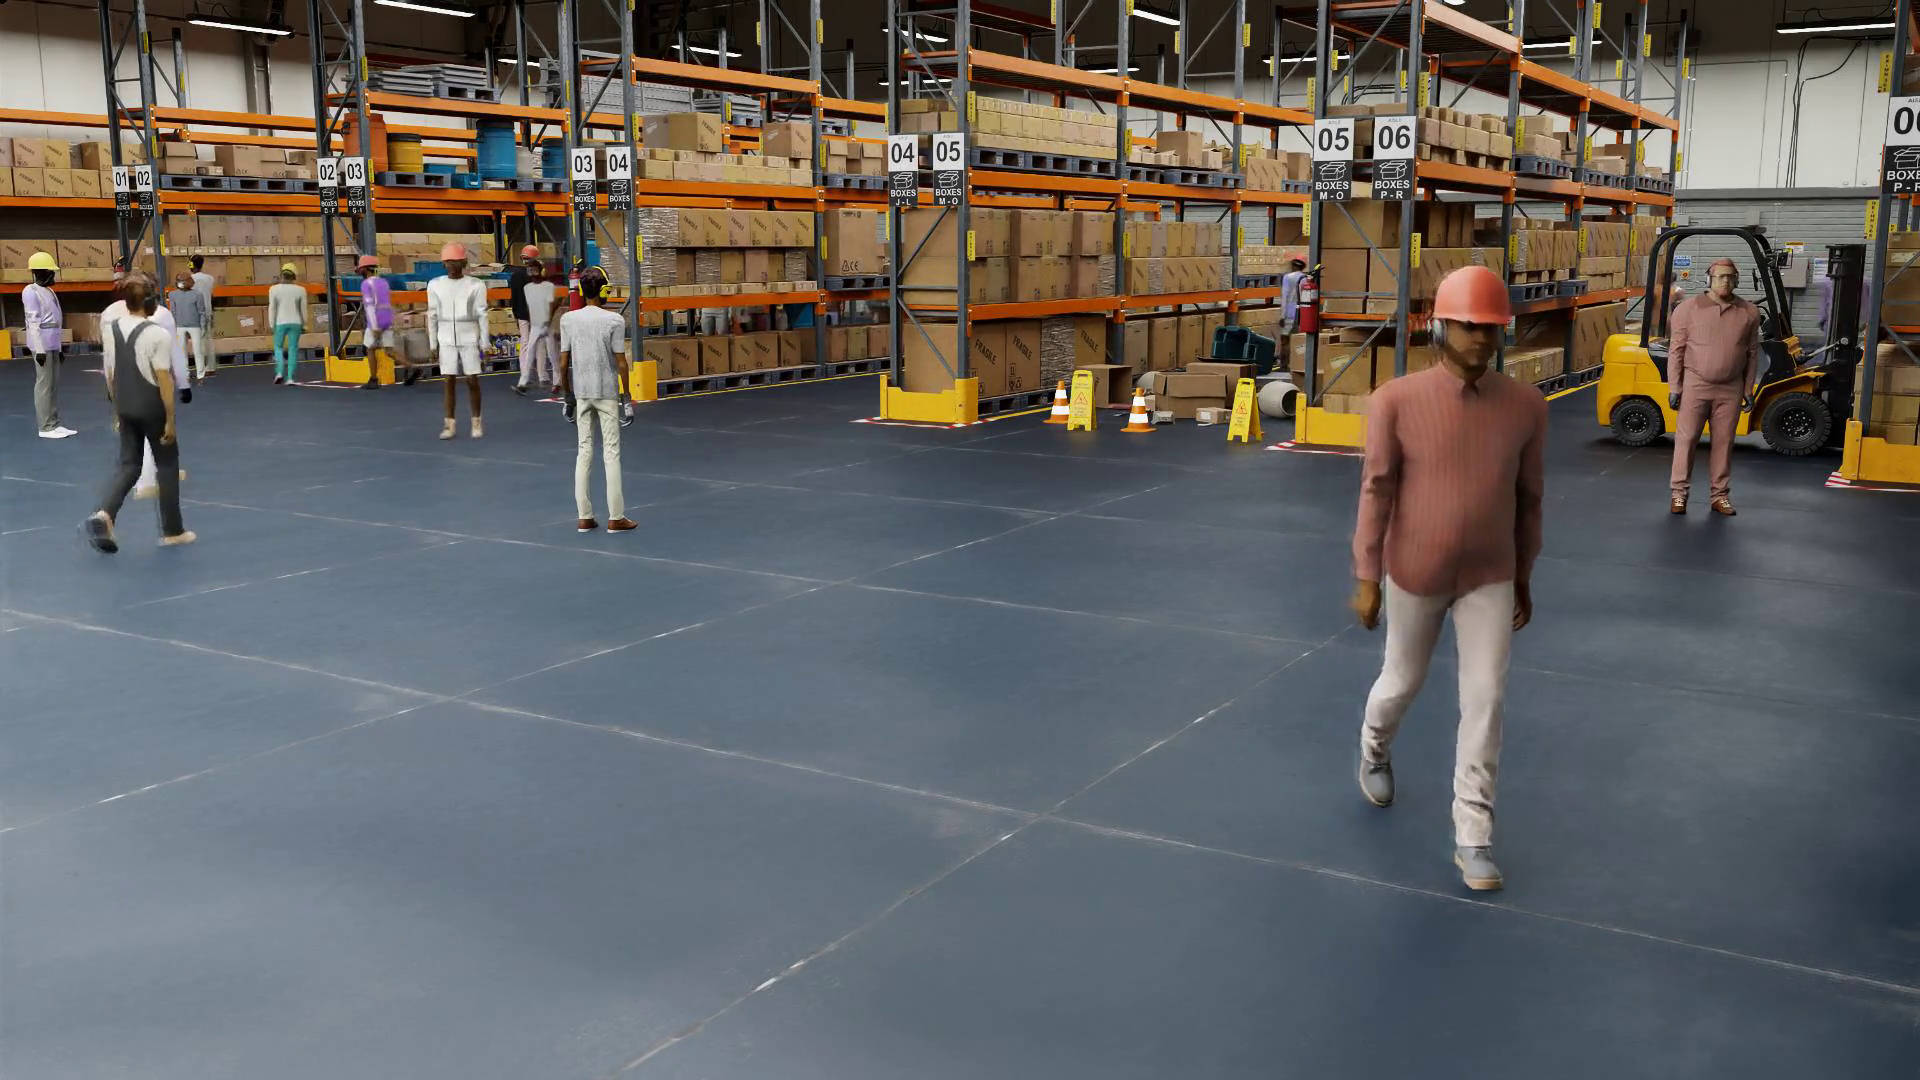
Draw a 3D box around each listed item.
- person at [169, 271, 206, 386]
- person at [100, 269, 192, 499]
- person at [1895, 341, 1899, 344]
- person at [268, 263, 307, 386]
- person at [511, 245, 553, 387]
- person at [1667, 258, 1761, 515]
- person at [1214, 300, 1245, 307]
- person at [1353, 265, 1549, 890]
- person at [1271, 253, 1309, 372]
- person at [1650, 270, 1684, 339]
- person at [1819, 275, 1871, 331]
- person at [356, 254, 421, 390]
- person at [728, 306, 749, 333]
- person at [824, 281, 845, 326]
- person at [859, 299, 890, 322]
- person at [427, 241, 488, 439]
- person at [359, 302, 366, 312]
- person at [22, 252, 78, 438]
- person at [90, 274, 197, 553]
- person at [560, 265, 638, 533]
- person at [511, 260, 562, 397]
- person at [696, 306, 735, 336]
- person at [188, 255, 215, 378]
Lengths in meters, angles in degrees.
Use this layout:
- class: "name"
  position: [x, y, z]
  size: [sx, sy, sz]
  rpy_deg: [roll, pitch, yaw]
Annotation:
- class: "person"
  position: [-10.993, -3.011, 23.694]
  size: [0.501, 1.633, 0.289]
  rpy_deg: [0, 10, -2]
- class: "person"
  position: [-6.476, -1.269, 13.447]
  size: [0.645, 1.807, 0.848]
  rpy_deg: [3, 11, 16]
- class: "person"
  position: [16.794, -4.147, 29.380]
  size: [0.872, 1.882, 0.597]
  rpy_deg: [-7, 12, -33]
- class: "person"
  position: [-9.584, -3.073, 23.734]
  size: [0.551, 1.734, 0.468]
  rpy_deg: [-6, 12, -29]
- class: "person"
  position: [-6.007, -3.139, 23.400]
  size: [0.612, 1.995, 0.378]
  rpy_deg: [3, 11, 17]
- class: "person"
  position: [5.618, -1.136, 12.418]
  size: [0.642, 1.913, 0.409]
  rpy_deg: [1, 10, 7]
- class: "person"
  position: [4.772, -4.022, 29.399]
  size: [0.532, 1.619, 0.545]
  rpy_deg: [8, 13, 39]
- class: "person"
  position: [1.598, 0.072, 5.532]
  size: [0.628, 1.962, 0.943]
  rpy_deg: [0, 10, 0]
- class: "person"
  position: [5.016, -3.387, 25.107]
  size: [0.724, 1.882, 0.438]
  rpy_deg: [-5, 11, -26]
- class: "person"
  position: [11.010, -3.396, 25.948]
  size: [0.520, 1.600, 0.846]
  rpy_deg: [6, 12, 28]
- class: "person"
  position: [12.788, -3.194, 24.005]
  size: [0.445, 1.887, 0.669]
  rpy_deg: [-9, 14, -41]
- class: "person"
  position: [-7.903, -2.988, 22.918]
  size: [0.866, 1.886, 0.556]
  rpy_deg: [4, 11, 21]
- class: "person"
  position: [-4.023, -4.187, 29.501]
  size: [0.625, 1.911, 0.995]
  rpy_deg: [5, 11, 28]
- class: "person"
  position: [-2.180, -3.845, 27.991]
  size: [0.523, 1.769, 0.322]
  rpy_deg: [4, 11, 23]
- class: "person"
  position: [-1.517, -4.079, 29.258]
  size: [0.927, 1.777, 0.622]
  rpy_deg: [-10, 14, -43]
- class: "person"
  position: [-5.188, -2.053, 17.182]
  size: [0.612, 2.041, 0.387]
  rpy_deg: [-1, 10, -5]
- class: "person"
  position: [-11.315, -4.479, 31.984]
  size: [0.391, 1.604, 0.644]
  rpy_deg: [3, 10, 14]
- class: "person"
  position: [-9.513, -2.025, 17.348]
  size: [0.366, 1.927, 0.585]
  rpy_deg: [-2, 10, -11]
- class: "person"
  position: [-5.361, -0.810, 10.826]
  size: [0.515, 1.826, 0.754]
  rpy_deg: [2, 10, 10]
- class: "person"
  position: [-2.540, -0.981, 11.667]
  size: [0.532, 1.868, 0.310]
  rpy_deg: [2, 10, 13]
- class: "person"
  position: [-5.582, -2.796, 22.027]
  size: [0.494, 1.807, 1.008]
  rpy_deg: [2, 10, 13]
- class: "person"
  position: [-3.713, -3.435, 25.258]
  size: [0.623, 1.932, 0.370]
  rpy_deg: [1, 10, 6]
- class: "person"
  position: [-11.487, -3.362, 25.112]
  size: [0.382, 1.851, 0.555]
  rpy_deg: [5, 11, 25]
